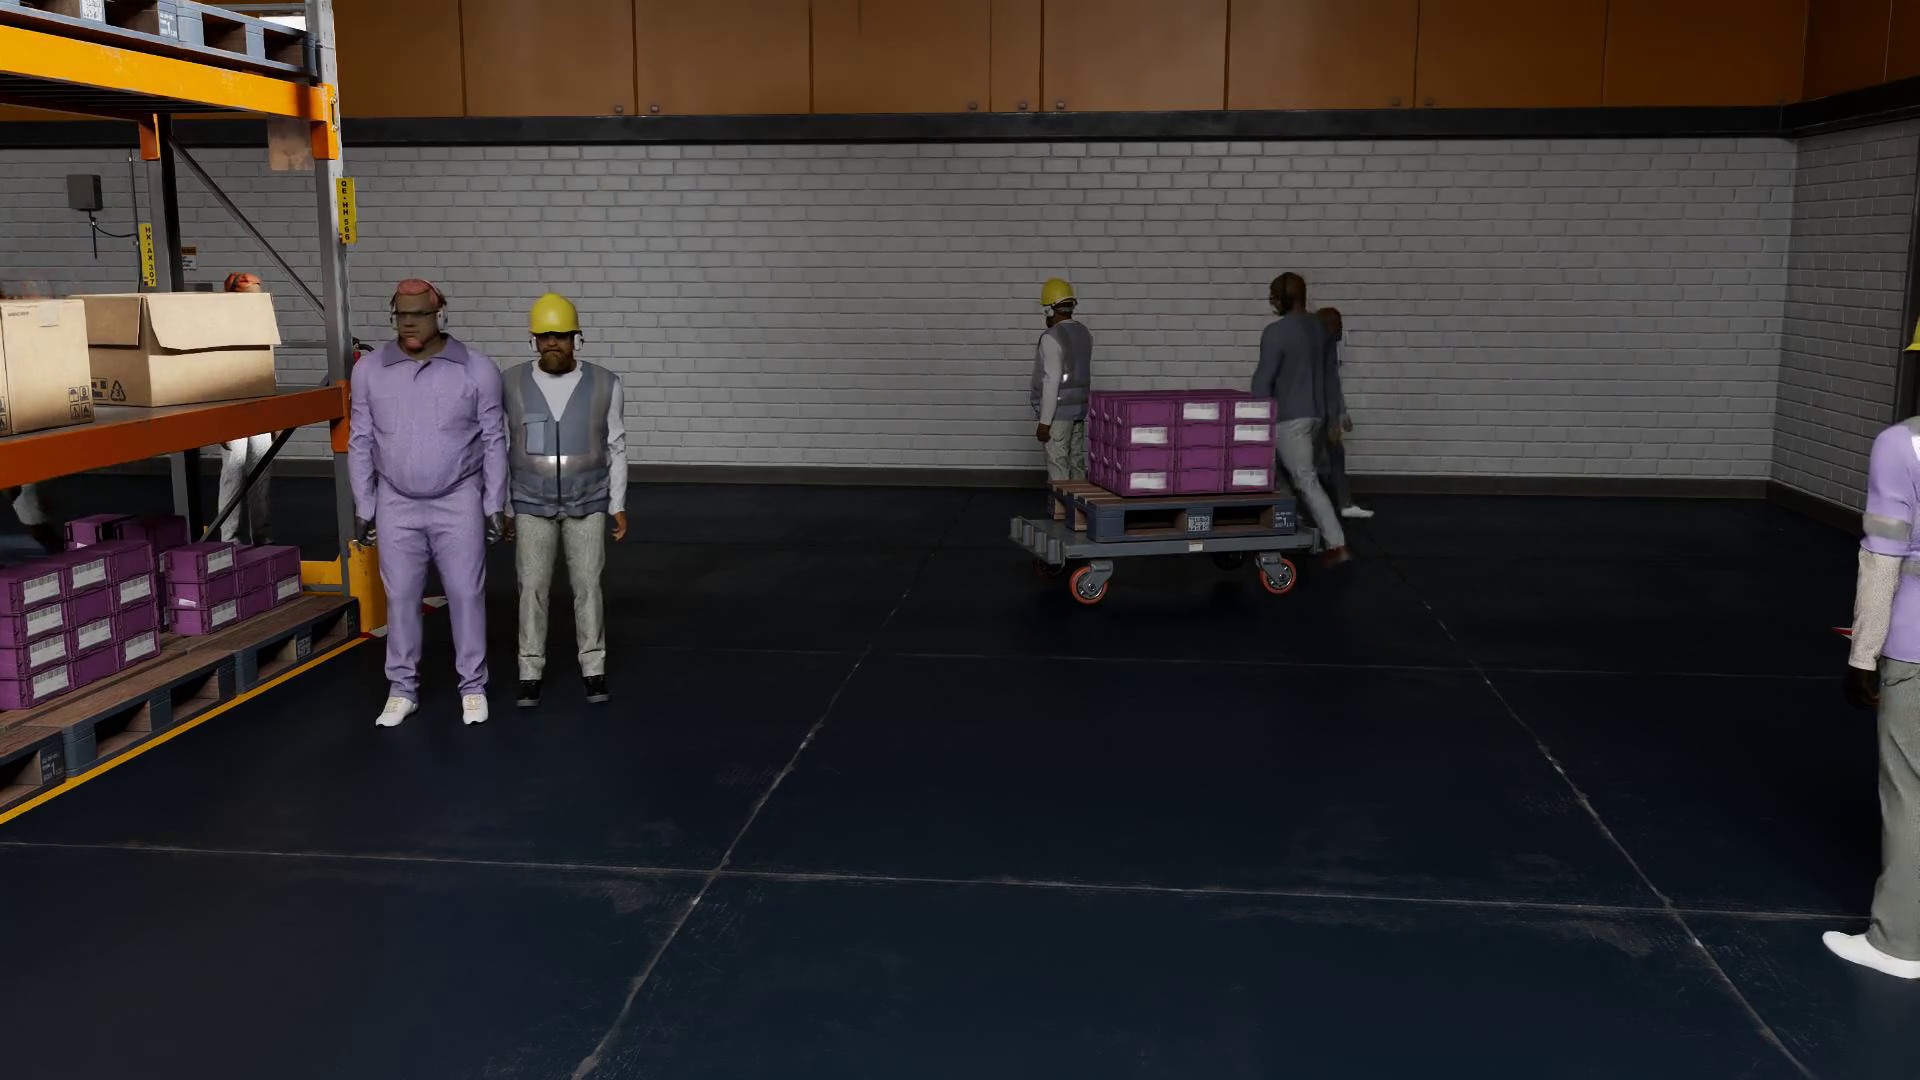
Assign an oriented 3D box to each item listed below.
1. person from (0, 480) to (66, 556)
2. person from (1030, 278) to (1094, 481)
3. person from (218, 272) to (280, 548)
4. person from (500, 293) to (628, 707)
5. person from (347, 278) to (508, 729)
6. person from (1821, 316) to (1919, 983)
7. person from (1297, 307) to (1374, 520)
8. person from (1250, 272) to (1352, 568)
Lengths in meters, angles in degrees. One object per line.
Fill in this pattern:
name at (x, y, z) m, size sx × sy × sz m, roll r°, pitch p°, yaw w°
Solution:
person at (-5.005, -0.410, 8.627) m, size 0.560 × 1.881 × 1.037 m, roll 3°, pitch 10°, yaw 19°
person at (0.685, -0.874, 11.423) m, size 0.403 × 1.827 × 0.596 m, roll 6°, pitch 11°, yaw 30°
person at (-4.590, -0.770, 10.692) m, size 0.347 × 1.879 × 0.580 m, roll 3°, pitch 10°, yaw 17°
person at (-1.771, -0.173, 7.392) m, size 0.591 × 1.834 × 0.404 m, roll -2°, pitch 10°, yaw -12°
person at (-2.248, -0.146, 7.039) m, size 0.652 × 1.904 × 0.402 m, roll -1°, pitch 10°, yaw -7°
person at (2.729, 0.269, 4.633) m, size 0.588 × 1.919 × 0.402 m, roll -2°, pitch 10°, yaw -12°
person at (2.720, -0.938, 12.448) m, size 0.792 × 1.598 × 0.505 m, roll 1°, pitch 10°, yaw 5°
person at (2.202, -0.770, 10.695) m, size 0.955 × 1.900 × 0.627 m, roll 10°, pitch 14°, yaw 43°
